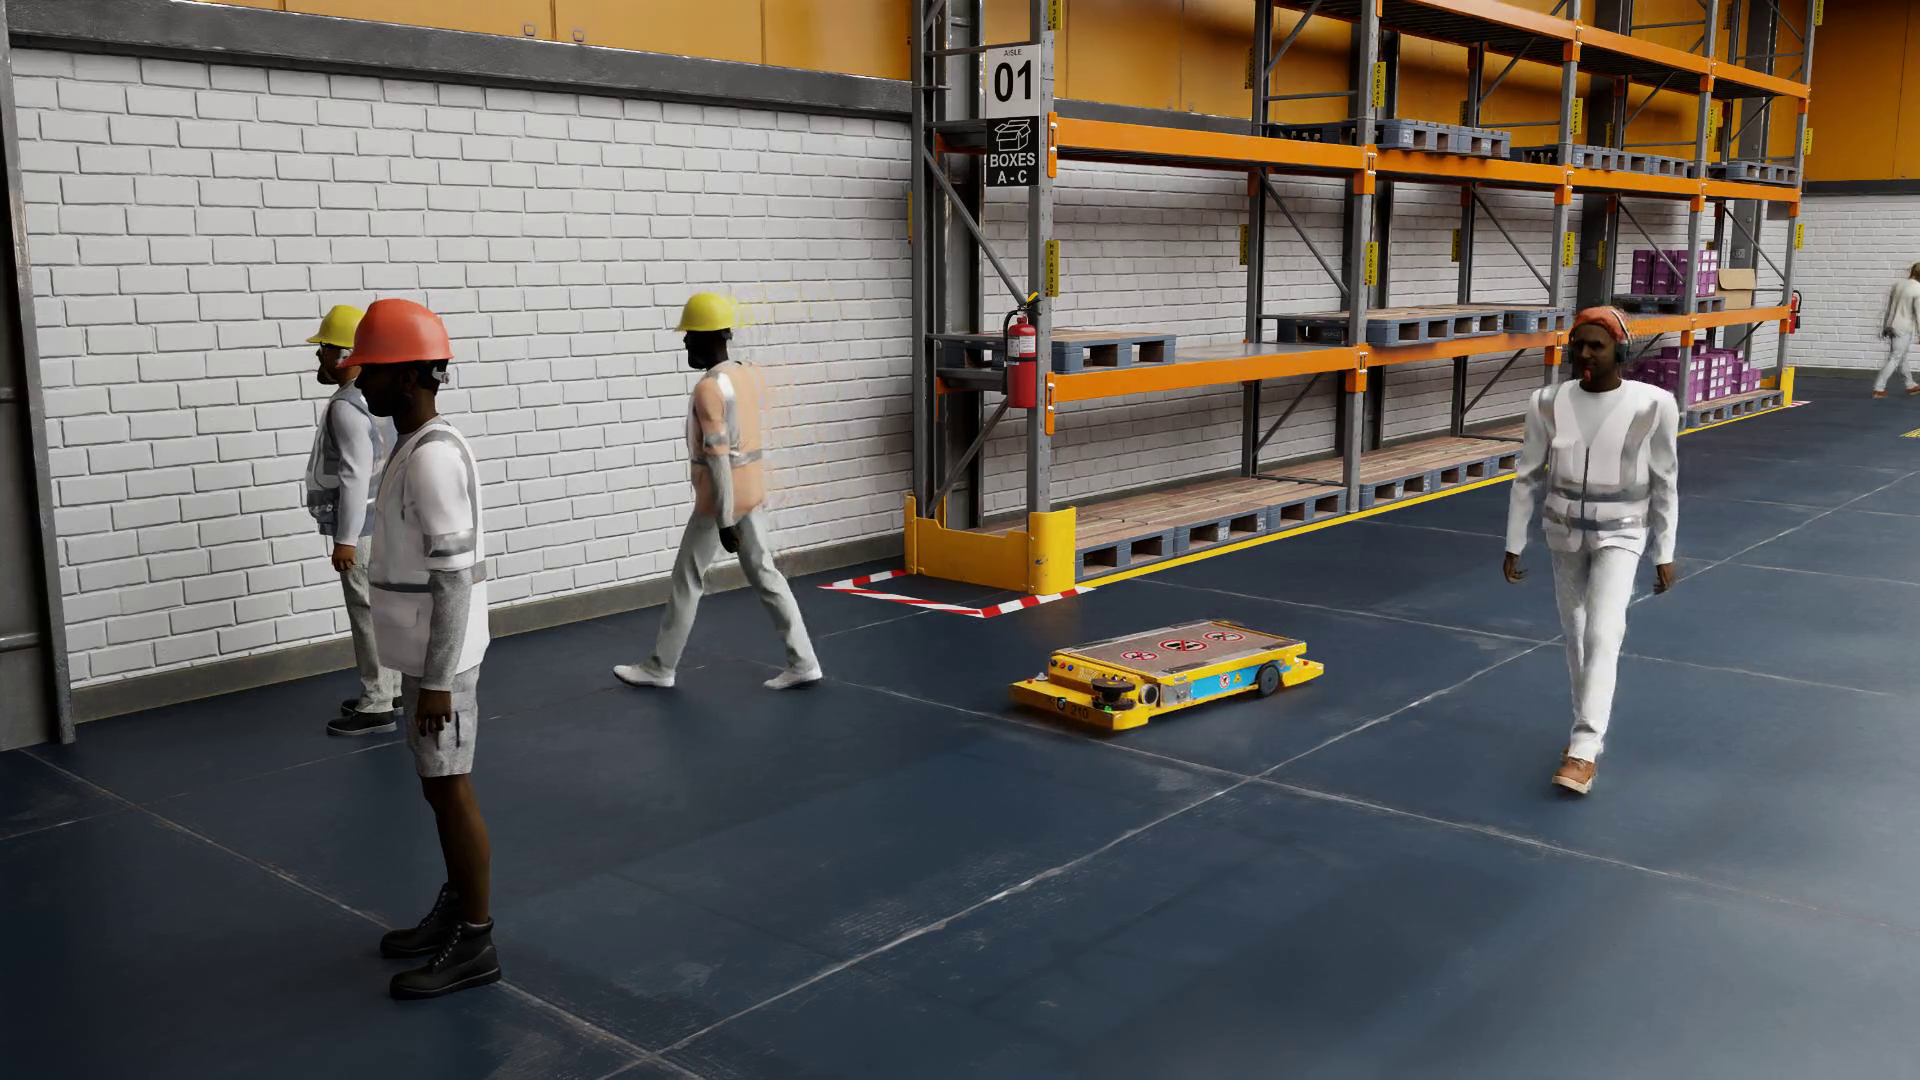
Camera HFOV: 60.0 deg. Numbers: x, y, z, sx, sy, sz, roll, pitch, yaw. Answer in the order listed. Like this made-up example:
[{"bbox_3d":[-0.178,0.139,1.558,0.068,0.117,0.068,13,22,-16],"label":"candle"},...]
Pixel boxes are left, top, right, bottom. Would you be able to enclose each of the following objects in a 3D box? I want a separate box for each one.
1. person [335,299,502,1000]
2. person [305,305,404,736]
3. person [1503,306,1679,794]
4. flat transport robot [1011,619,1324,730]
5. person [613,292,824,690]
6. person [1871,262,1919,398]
[{"bbox_3d":[-1.503,0.304,4.641,0.360,1.936,0.552,-4,11,-22],"label":"person"},{"bbox_3d":[-2.588,-0.086,7.150,0.404,1.837,0.593,-1,10,-7],"label":"person"},{"bbox_3d":[2.405,0.032,6.449,0.601,1.841,0.892,9,13,40],"label":"person"},{"bbox_3d":[0.985,0.596,7.723,1.431,0.197,0.652,-8,13,-40],"label":"flat transport robot"},{"bbox_3d":[-1.105,-0.206,7.742,1.007,1.876,0.592,3,10,16],"label":"person"},{"bbox_3d":[13.051,-2.879,22.926,0.885,1.881,0.715,-1,10,-4],"label":"person"}]
